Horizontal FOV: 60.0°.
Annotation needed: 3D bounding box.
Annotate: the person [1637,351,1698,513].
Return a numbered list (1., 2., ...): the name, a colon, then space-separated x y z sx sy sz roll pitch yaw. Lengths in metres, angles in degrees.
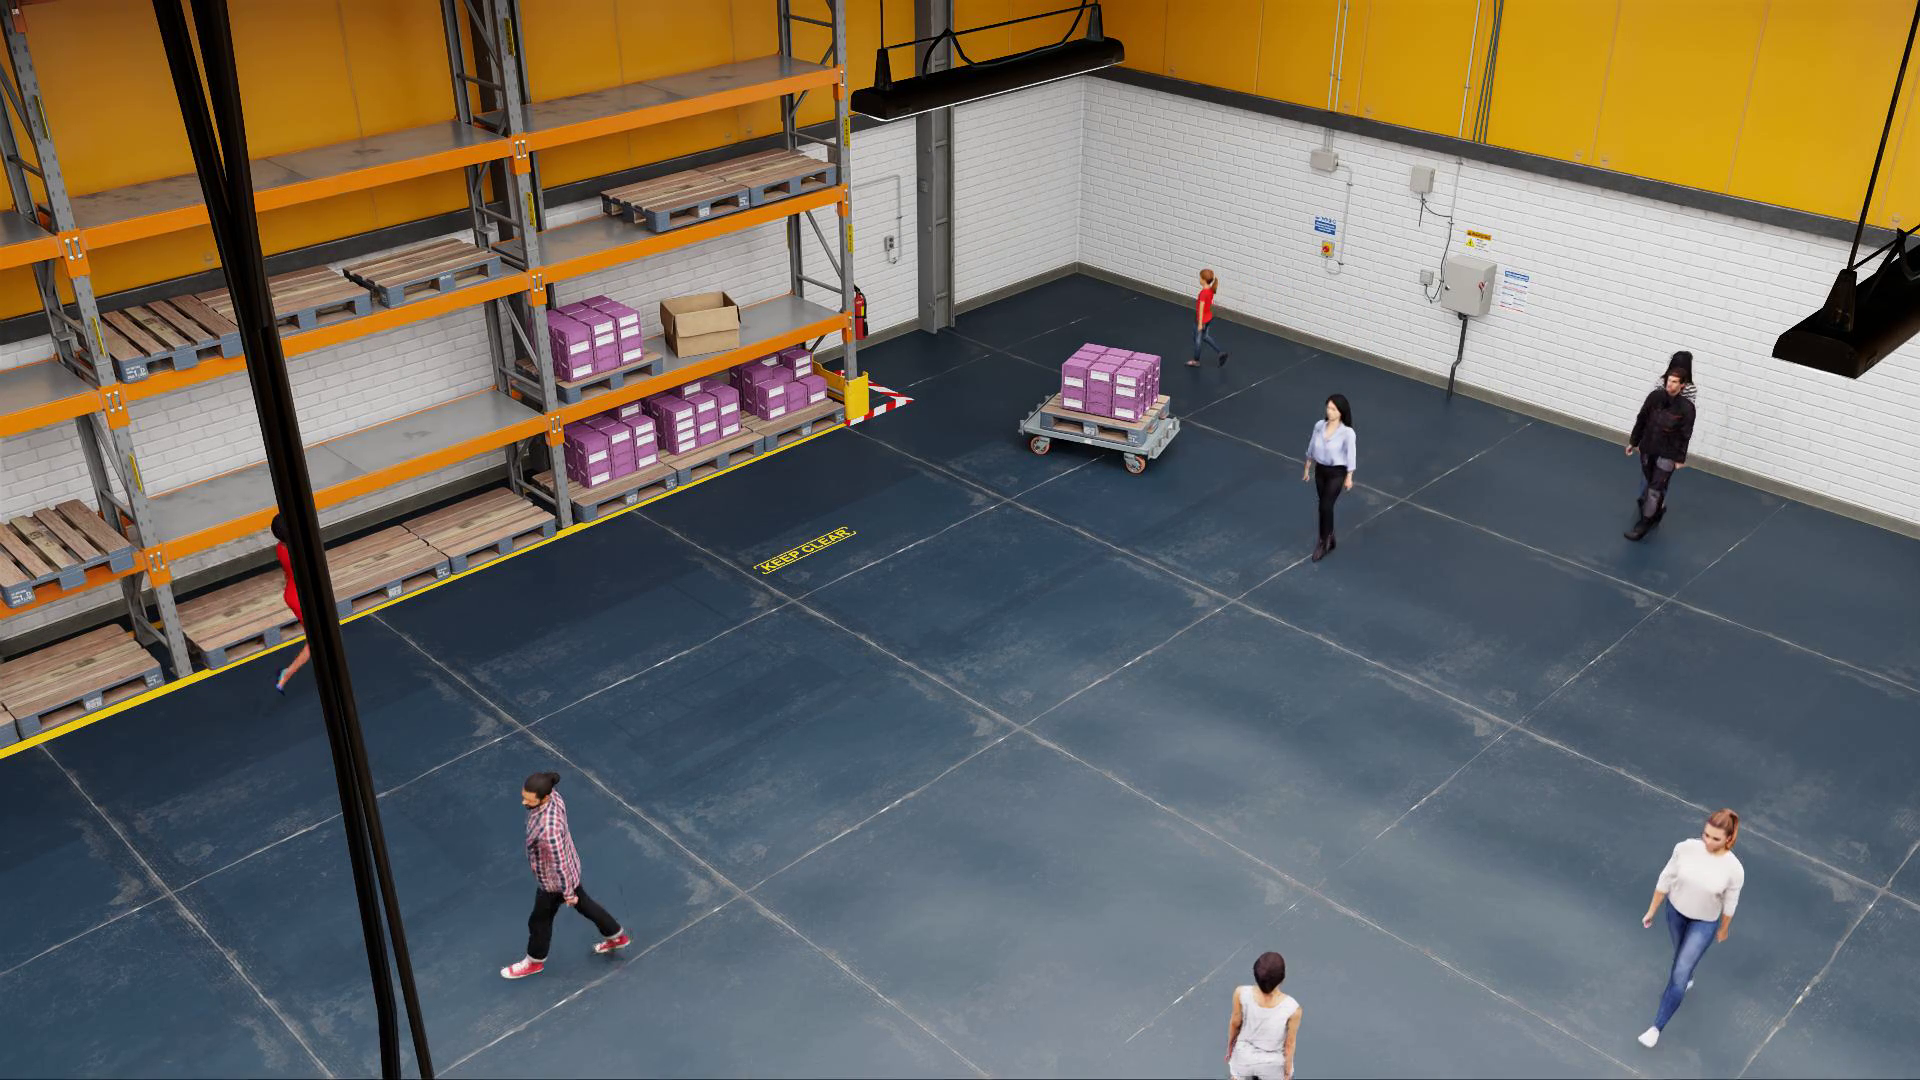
1. person: 7.335 -1.120 17.273 0.597 1.796 0.487 24 37 37

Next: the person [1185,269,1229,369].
1. person: 3.108 -2.735 20.753 0.663 1.297 0.760 15 32 25

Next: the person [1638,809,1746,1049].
1. person: 4.809 2.444 10.870 1.132 1.670 0.685 -22 35 -34

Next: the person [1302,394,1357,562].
1. person: 3.722 -0.653 16.485 0.691 1.730 0.677 -23 36 -36

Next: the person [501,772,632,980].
1. person: -2.651 2.219 11.211 1.272 1.738 1.140 -3 29 -6

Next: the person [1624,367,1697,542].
1. person: 7.164 -0.909 16.875 1.100 1.806 0.879 -16 32 -26

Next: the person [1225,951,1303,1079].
1. person: 1.741 3.097 9.763 0.780 1.584 1.039 13 31 22
